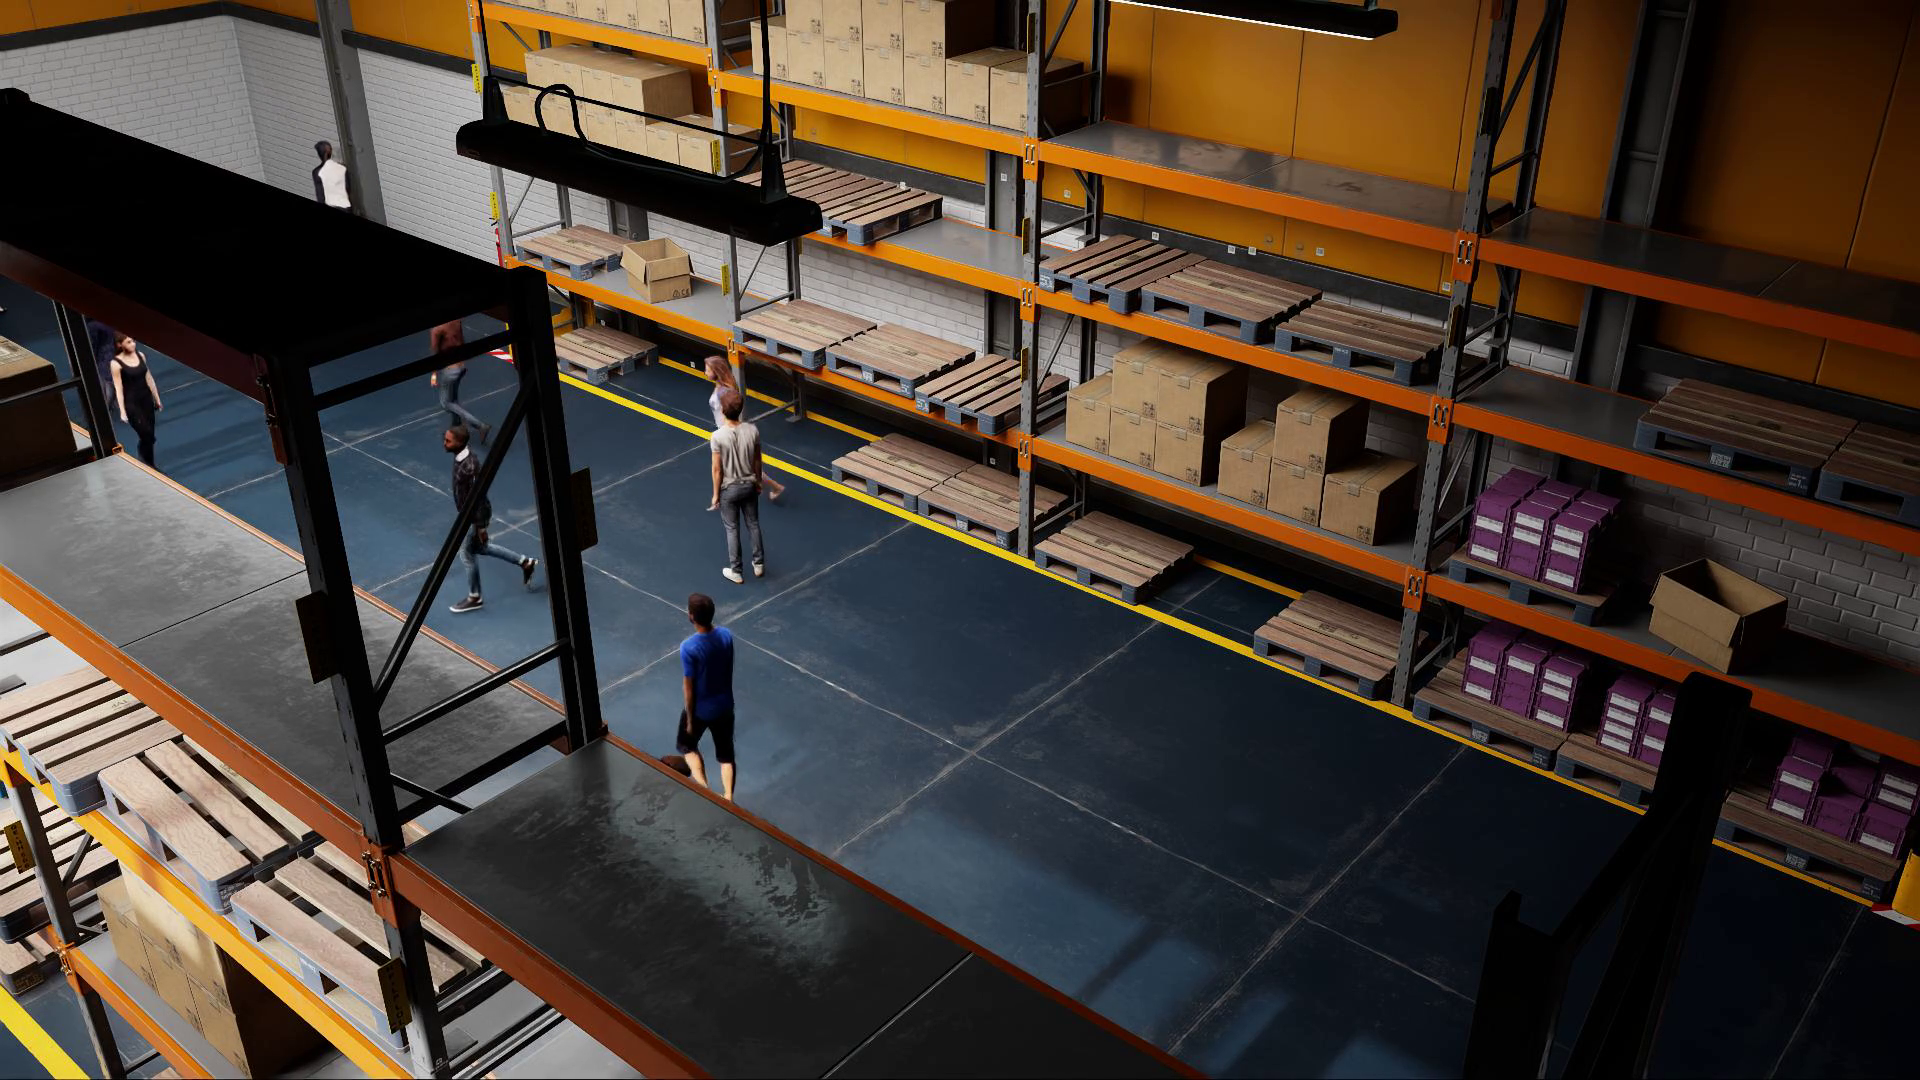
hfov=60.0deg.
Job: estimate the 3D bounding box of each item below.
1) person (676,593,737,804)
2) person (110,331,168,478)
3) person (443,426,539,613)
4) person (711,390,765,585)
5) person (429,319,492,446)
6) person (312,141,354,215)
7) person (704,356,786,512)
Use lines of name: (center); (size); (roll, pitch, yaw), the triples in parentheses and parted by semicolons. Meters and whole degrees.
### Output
person: (-1.789, 1.274, 12.268); (0.678, 1.853, 0.706); (-23, 36, -36)
person: (-8.651, -1.412, 17.373); (0.703, 1.678, 0.684); (10, 30, 17)
person: (-4.303, -0.225, 15.072); (1.044, 1.800, 1.142); (-12, 31, -21)
person: (-2.067, -0.494, 15.463); (0.726, 1.895, 0.665); (-16, 32, -27)
person: (-5.451, -1.813, 18.021); (1.056, 1.762, 0.879); (9, 30, 16)
person: (-8.505, -4.487, 22.829); (0.857, 1.853, 1.165); (-19, 34, -30)
person: (-2.190, -1.043, 16.693); (1.021, 1.682, 1.066); (-7, 29, -13)
